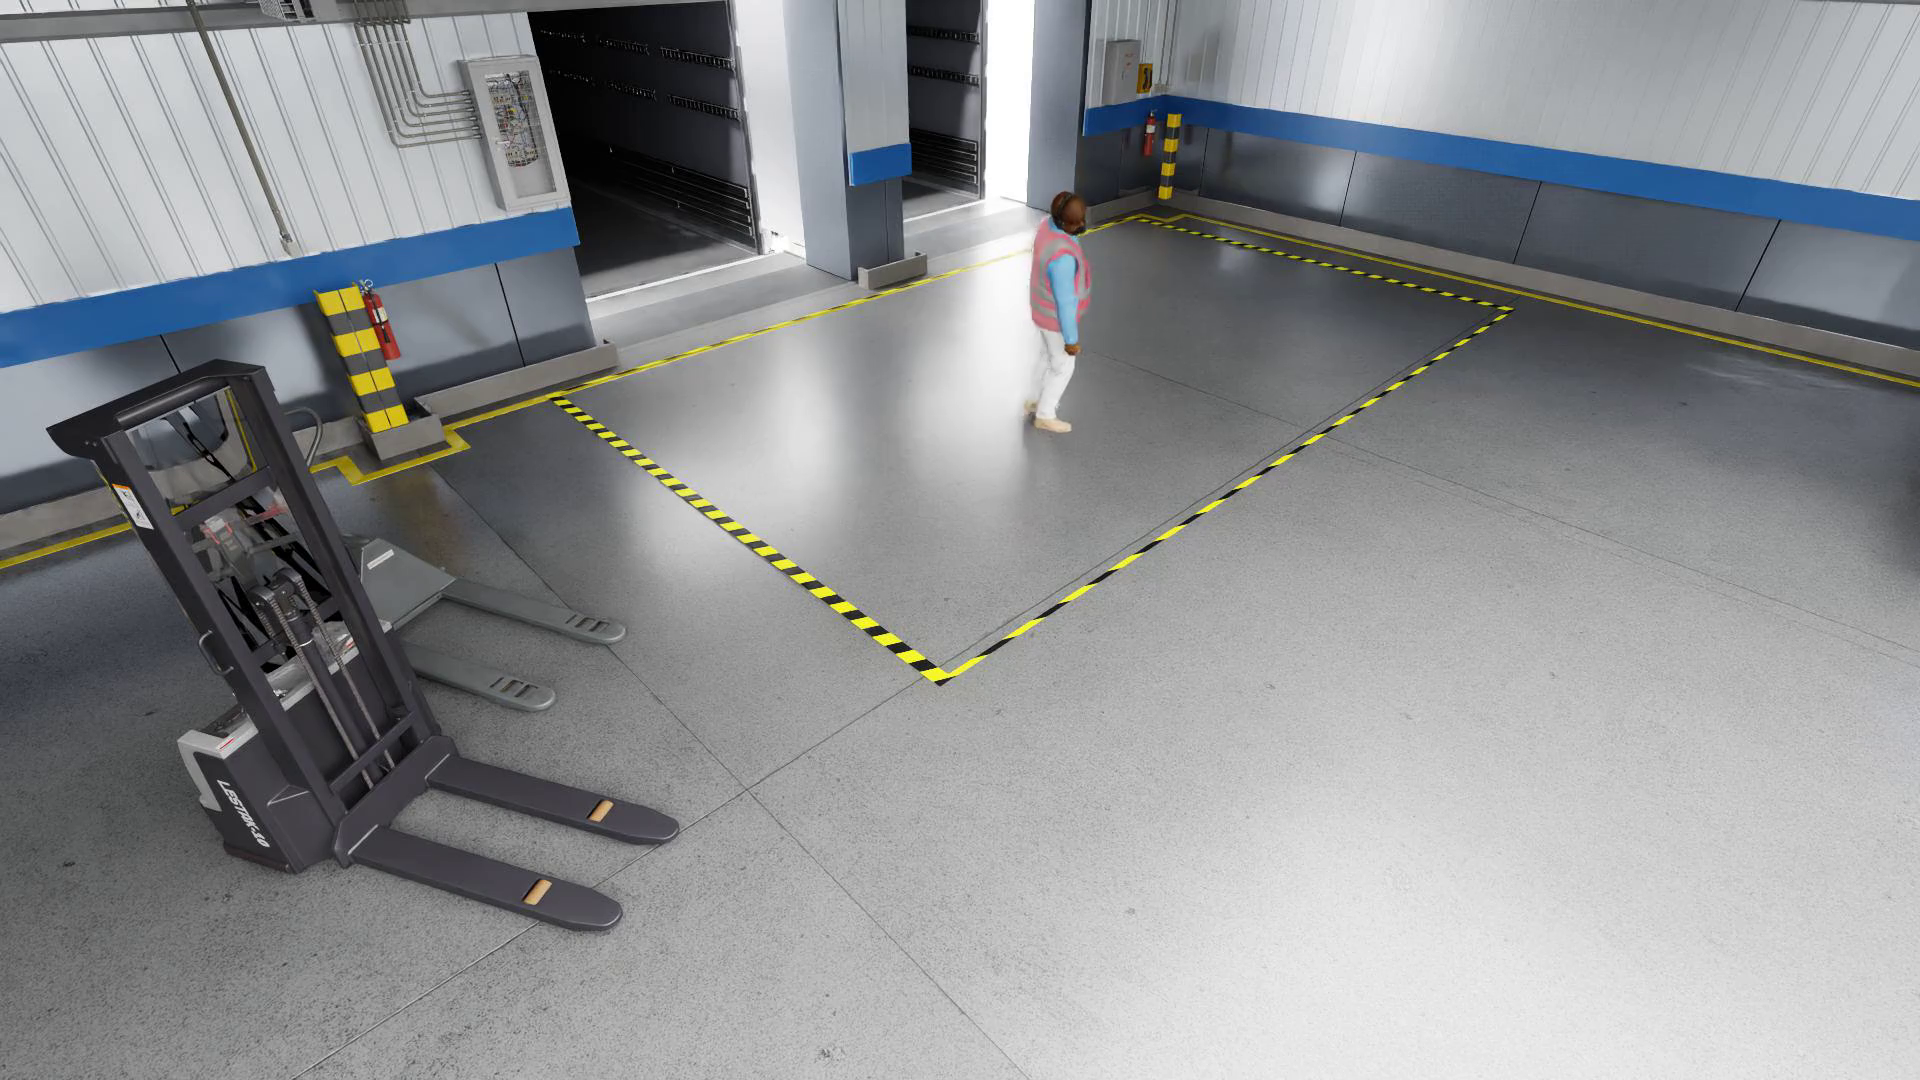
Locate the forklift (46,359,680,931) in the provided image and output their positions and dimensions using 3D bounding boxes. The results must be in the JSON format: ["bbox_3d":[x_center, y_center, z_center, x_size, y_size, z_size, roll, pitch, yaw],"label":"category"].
[{"bbox_3d":[-2.135,0.422,3.354,1.885,1.965,0.823,10,35,14],"label":"forklift"}]

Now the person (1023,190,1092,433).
[{"bbox_3d":[0.699,-1.576,6.480,0.429,1.786,0.733,-1,34,-2],"label":"person"}]

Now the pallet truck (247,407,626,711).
[{"bbox_3d":[-2.628,0.038,4.590,1.601,1.201,0.680,12,36,18],"label":"pallet truck"}]
